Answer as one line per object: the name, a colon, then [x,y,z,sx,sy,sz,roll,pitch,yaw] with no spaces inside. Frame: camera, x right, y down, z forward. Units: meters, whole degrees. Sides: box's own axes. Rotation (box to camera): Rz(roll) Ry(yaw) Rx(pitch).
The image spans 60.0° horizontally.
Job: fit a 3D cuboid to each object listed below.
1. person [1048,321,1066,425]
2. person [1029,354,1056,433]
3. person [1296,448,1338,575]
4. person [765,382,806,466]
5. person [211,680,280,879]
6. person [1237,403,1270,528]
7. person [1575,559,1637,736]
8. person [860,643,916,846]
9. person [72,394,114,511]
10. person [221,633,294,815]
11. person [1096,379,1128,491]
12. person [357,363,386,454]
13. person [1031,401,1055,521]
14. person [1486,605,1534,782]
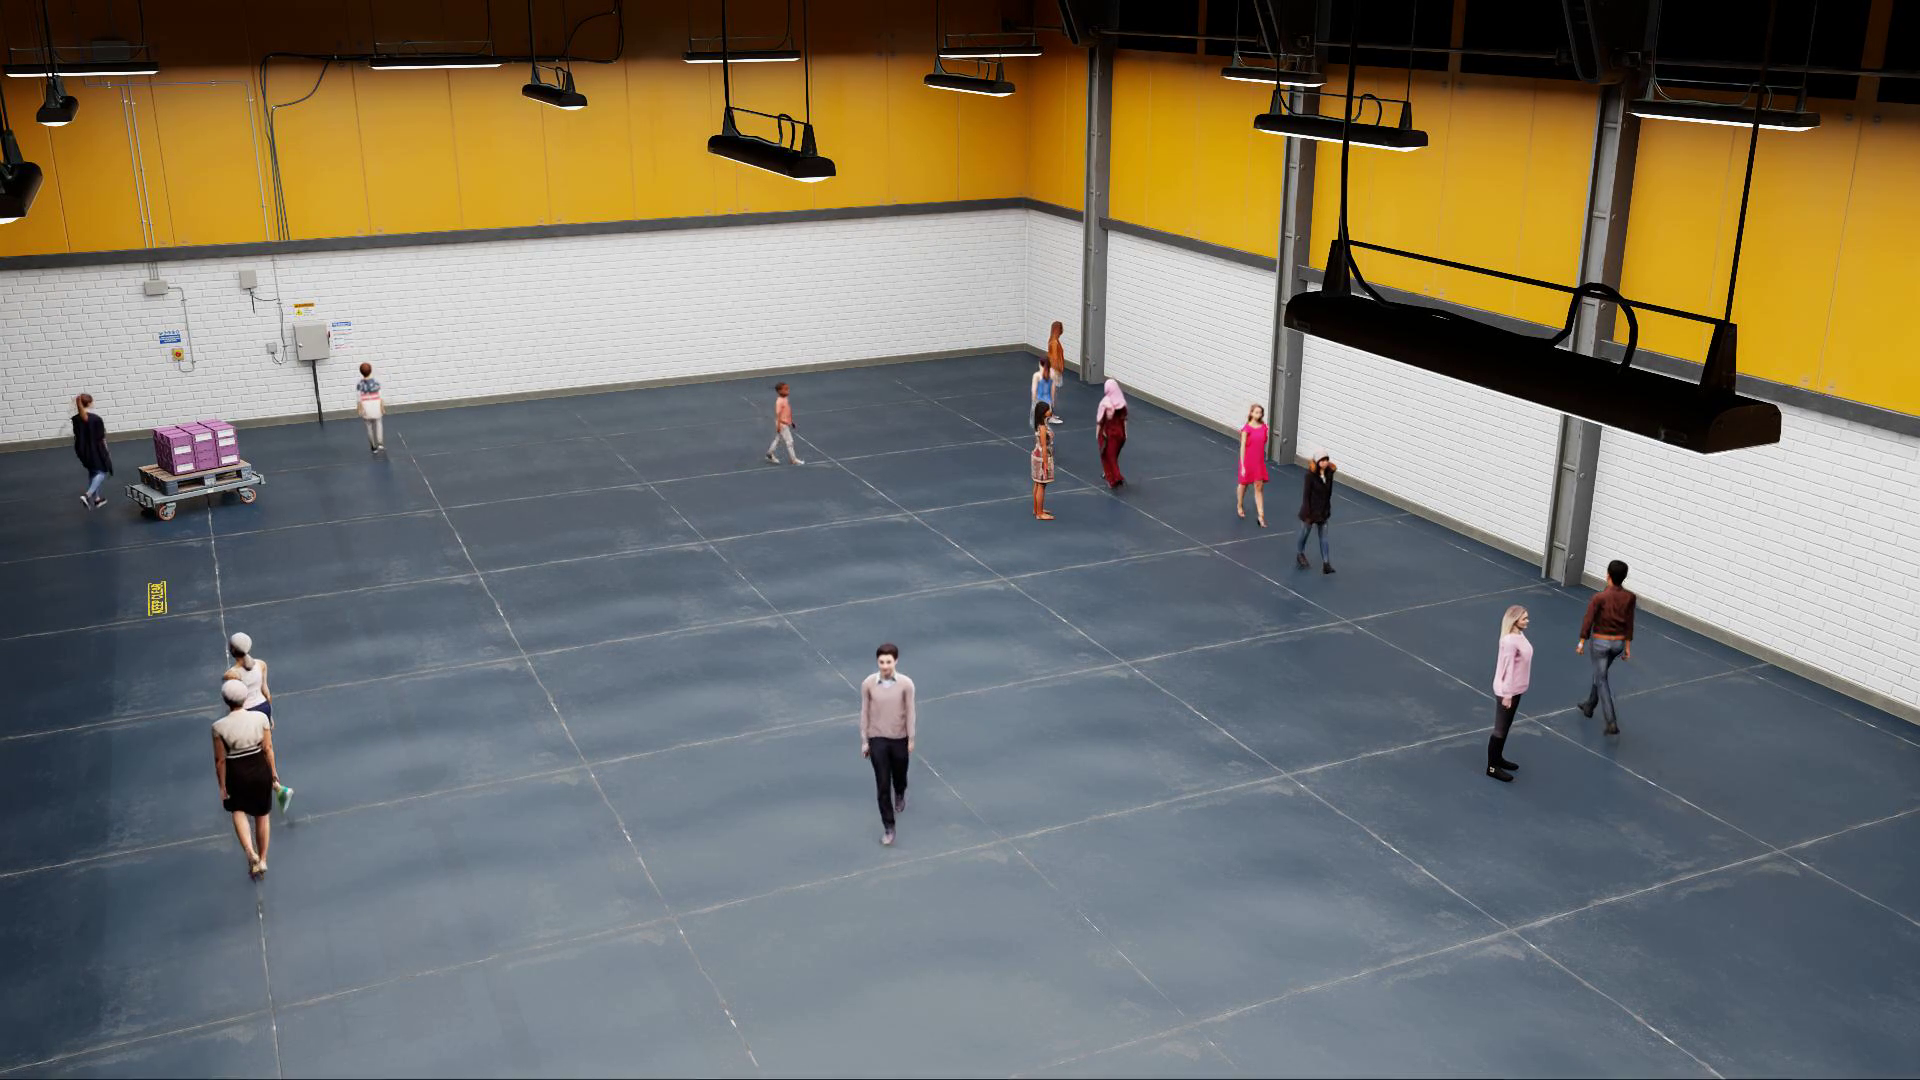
person: [1.576,-2.845,28.069,0.753,1.720,0.612,-2,19,-6]
person: [1.315,-2.099,26.044,0.573,1.598,0.688,-9,21,-25]
person: [4.445,-0.387,20.965,0.676,1.596,1.038,-7,20,-20]
person: [-2.782,-1.791,25.608,0.896,1.294,0.881,5,19,14]
person: [-5.818,2.011,13.619,0.628,1.739,0.711,-10,21,-27]
person: [3.960,-1.044,22.792,0.682,1.675,1.078,-5,19,-16]
person: [6.393,1.087,16.355,0.899,1.745,1.207,-2,19,-6]
person: [-0.615,1.714,14.413,0.864,1.795,1.003,1,19,3]
person: [-12.166,-1.202,23.270,0.926,1.669,1.048,1,19,4]
person: [-6.230,1.655,14.770,1.112,1.679,0.956,11,22,30]
person: [2.249,-1.520,24.323,0.698,1.599,1.059,-7,20,-20]
person: [-9.290,-2.081,26.250,0.531,1.433,0.585,-9,21,-24]
person: [1.133,-1.120,23.064,0.771,1.645,0.587,-2,19,-6]
person: [5.118,1.395,15.529,0.721,1.688,0.690,10,21,27]
